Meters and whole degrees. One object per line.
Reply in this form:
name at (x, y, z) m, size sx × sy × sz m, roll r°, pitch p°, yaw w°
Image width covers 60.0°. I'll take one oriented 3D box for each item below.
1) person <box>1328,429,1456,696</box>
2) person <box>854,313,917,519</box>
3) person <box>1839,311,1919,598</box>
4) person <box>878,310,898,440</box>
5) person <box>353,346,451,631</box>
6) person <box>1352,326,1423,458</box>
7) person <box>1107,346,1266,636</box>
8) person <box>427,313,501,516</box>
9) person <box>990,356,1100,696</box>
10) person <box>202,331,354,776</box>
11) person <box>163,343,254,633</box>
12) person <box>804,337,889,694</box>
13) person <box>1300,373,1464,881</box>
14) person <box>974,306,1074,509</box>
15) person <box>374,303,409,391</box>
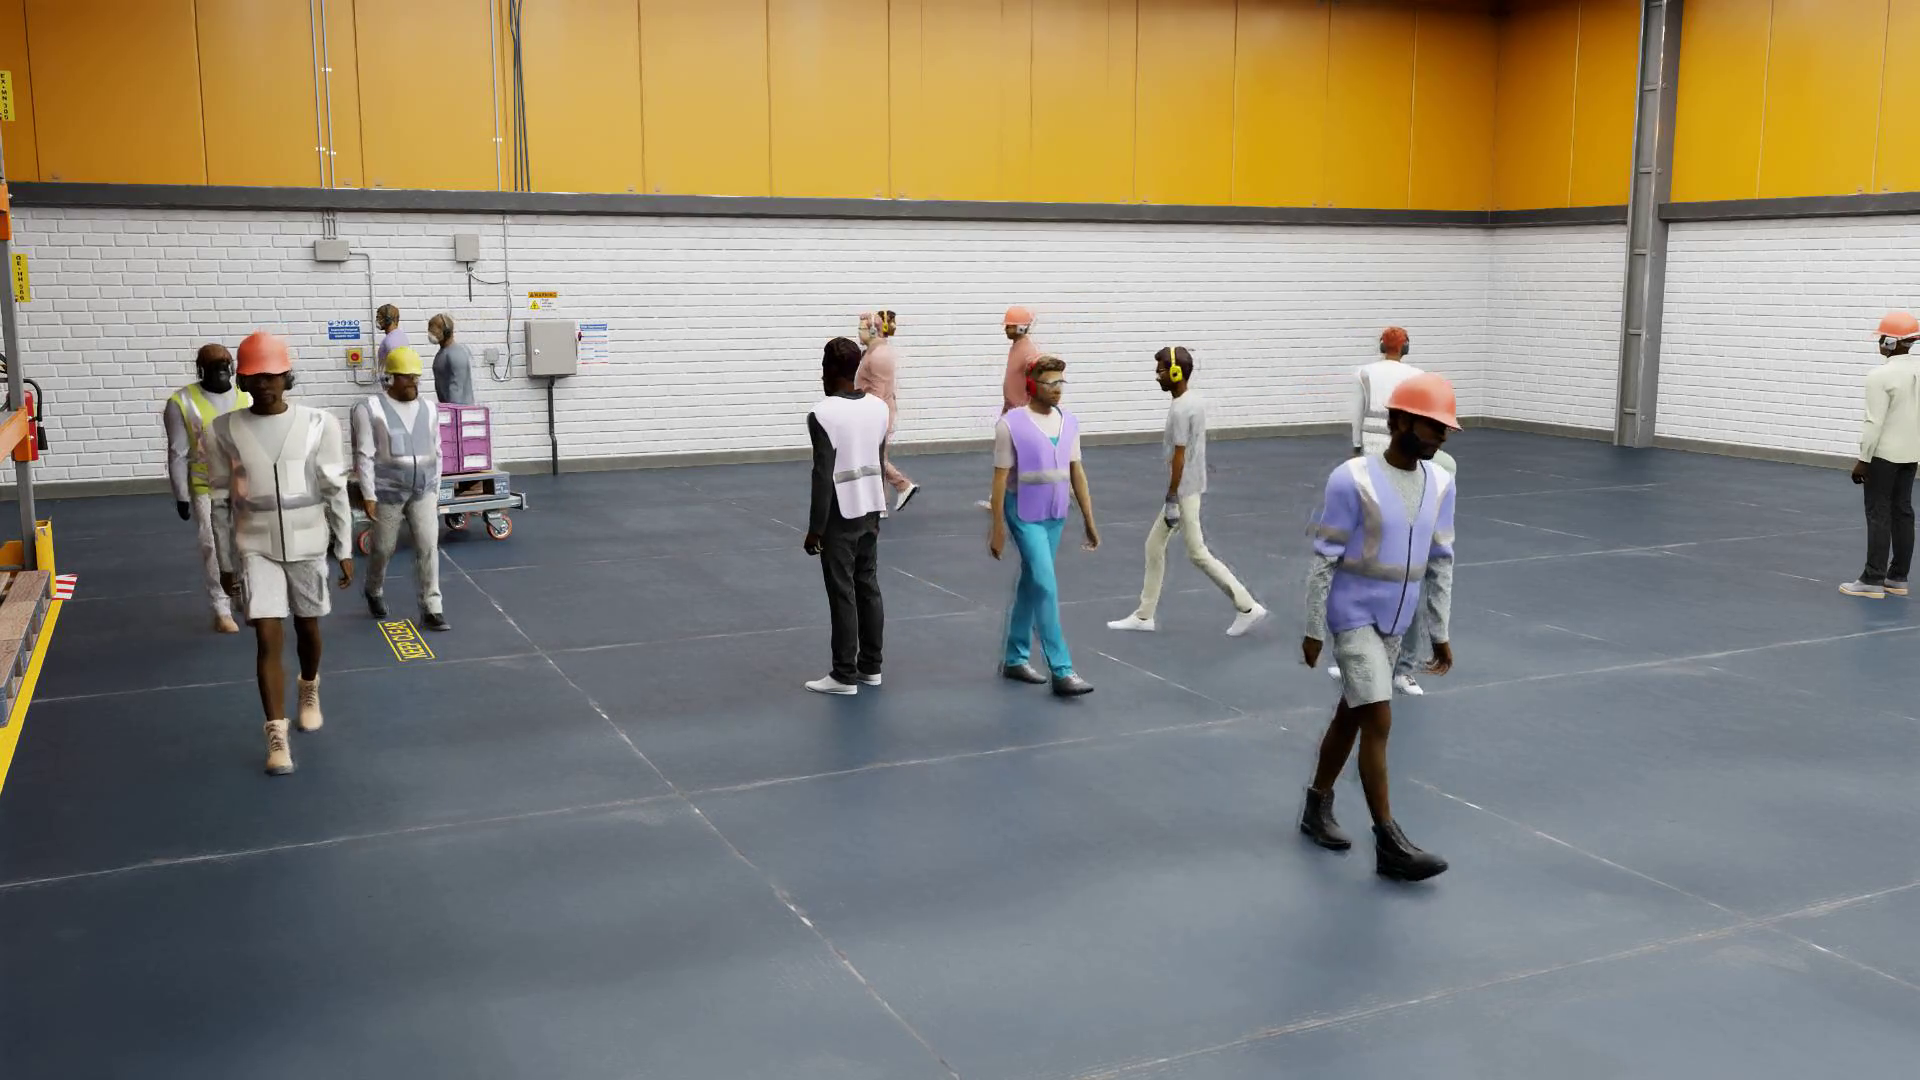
person at (2.317, 0.031, 8.924) m, size 0.644 × 1.604 × 0.391 m, roll 5°, pitch 10°, yaw 28°
person at (-0.723, -1.121, 15.193) m, size 0.528 × 1.895 × 0.646 m, roll -1°, pitch 9°, yaw -4°
person at (6.471, -0.591, 11.583) m, size 0.611 × 1.997 × 0.375 m, roll -5°, pitch 10°, yaw -26°
person at (-0.839, -1.558, 18.017) m, size 0.418 × 1.852 × 0.563 m, roll -2°, pitch 9°, yaw -13°
person at (-3.584, -0.339, 10.621) m, size 0.591 × 1.807 × 0.838 m, roll -8°, pitch 12°, yaw -40°
person at (3.365, -0.775, 13.216) m, size 0.588 × 1.851 × 0.932 m, roll 6°, pitch 11°, yaw 31°
person at (1.441, -0.293, 10.325) m, size 0.949 × 1.821 × 0.531 m, roll 2°, pitch 9°, yaw 10°
person at (-4.732, -1.123, 15.259) m, size 1.017 × 1.877 × 0.649 m, roll -5°, pitch 11°, yaw -30°
person at (0.513, -0.073, 8.930) m, size 0.590 × 1.809 × 0.854 m, roll -9°, pitch 13°, yaw -44°
person at (-3.193, 0.014, 7.833) m, size 0.618 × 2.000 × 1.024 m, roll -4°, pitch 10°, yaw -24°
person at (-4.615, -0.320, 10.435) m, size 0.650 × 1.823 × 0.463 m, roll -8°, pitch 12°, yaw -41°
person at (-0.606, -0.126, 8.946) m, size 0.393 × 1.920 × 0.591 m, roll 6°, pitch 11°, yaw 33°
person at (1.623, 0.314, 6.309) m, size 0.571 × 1.883 × 0.871 m, roll -5°, pitch 11°, yaw -29°
person at (0.658, -1.268, 15.940) m, size 0.979 × 1.958 × 0.608 m, roll -1°, pitch 9°, yaw -8°
person at (-5.882, -1.485, 17.314) m, size 0.356 × 1.938 × 0.638 m, roll -2°, pitch 9°, yaw -14°
